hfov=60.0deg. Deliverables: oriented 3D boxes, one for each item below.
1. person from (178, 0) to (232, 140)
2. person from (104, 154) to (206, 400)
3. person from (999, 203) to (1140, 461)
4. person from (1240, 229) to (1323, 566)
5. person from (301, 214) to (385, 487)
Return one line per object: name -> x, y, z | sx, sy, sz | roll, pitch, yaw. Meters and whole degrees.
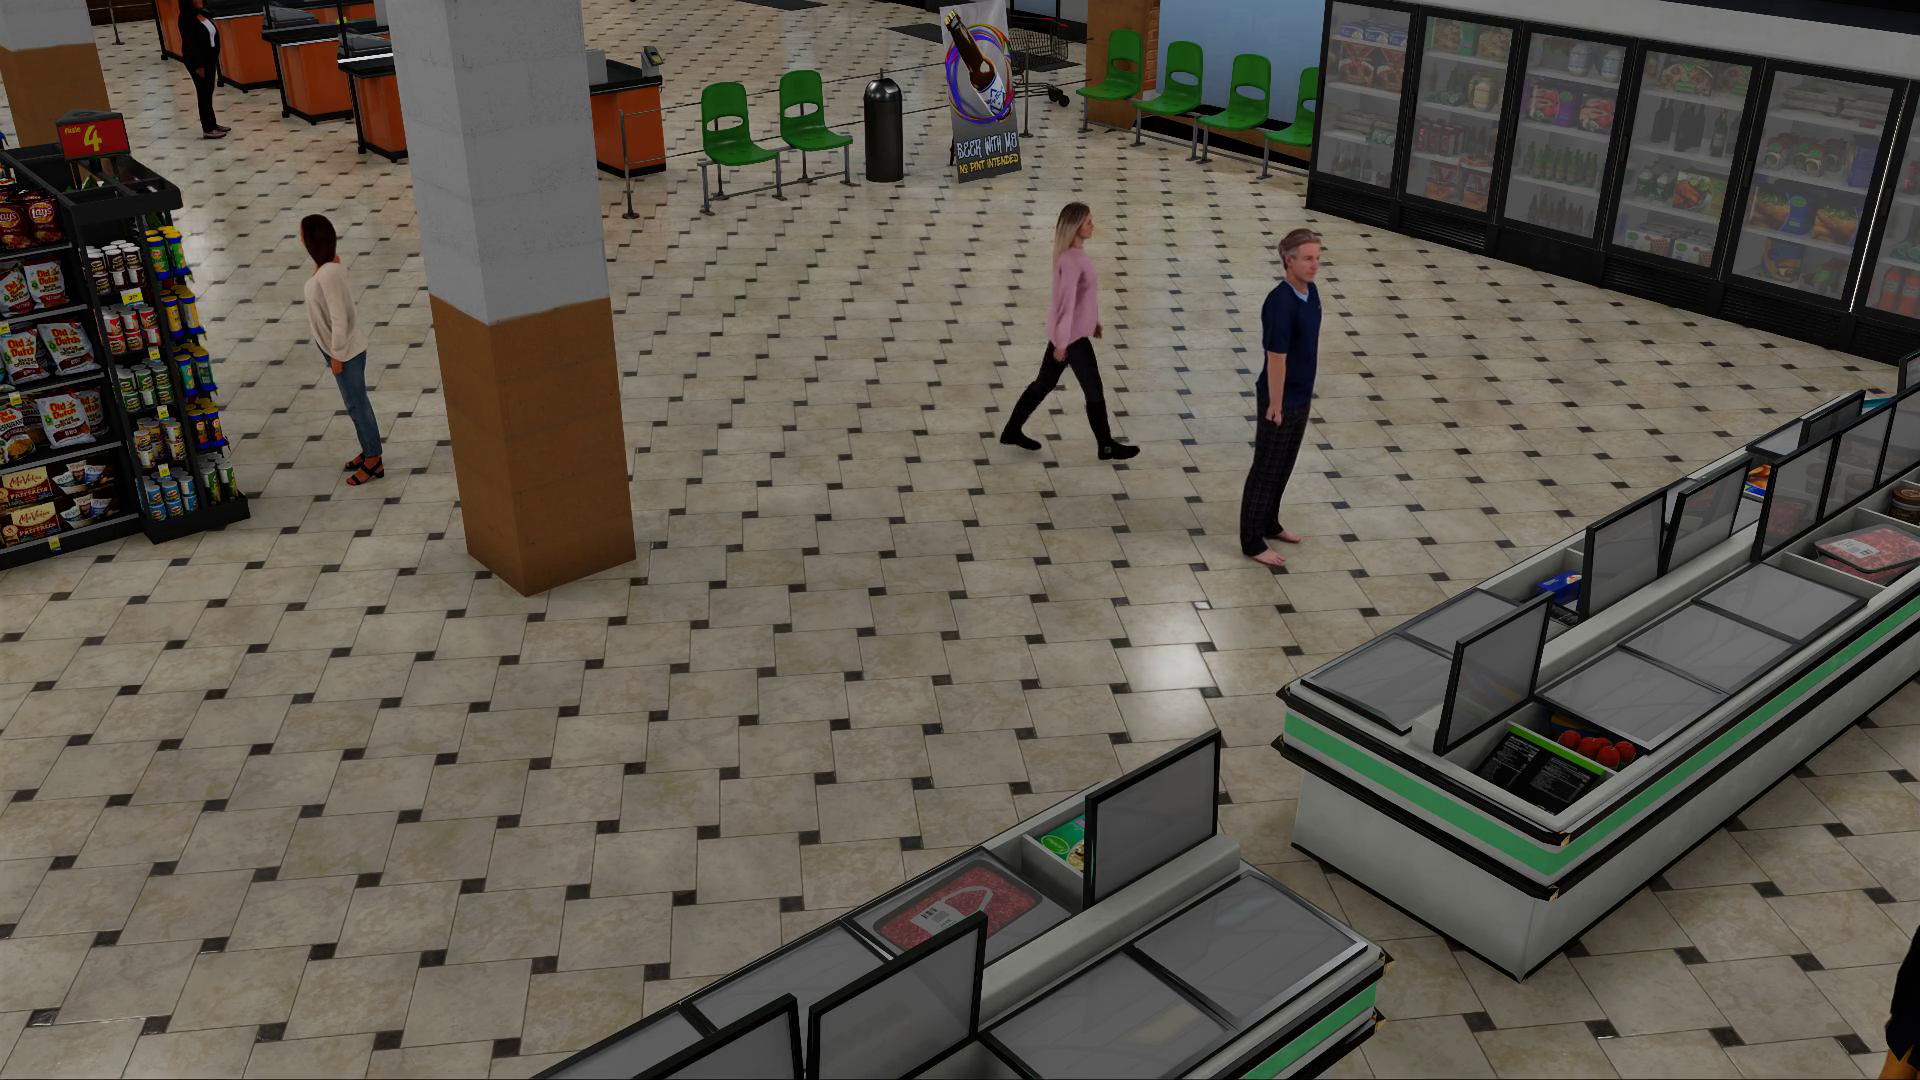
person -> -8.308, -5.236, 18.190 | 0.781, 1.616, 0.762 | -5, 27, -10
person -> -5.211, -1.674, 10.973 | 0.754, 1.792, 0.777 | -10, 29, -19
person -> 0.586, -1.262, 10.322 | 1.165, 1.645, 1.067 | 1, 27, 2
person -> 1.783, -0.798, 9.162 | 0.788, 1.868, 0.607 | 15, 31, 28
person -> -3.735, -1.163, 10.089 | 0.665, 1.680, 0.693 | -9, 28, -16
